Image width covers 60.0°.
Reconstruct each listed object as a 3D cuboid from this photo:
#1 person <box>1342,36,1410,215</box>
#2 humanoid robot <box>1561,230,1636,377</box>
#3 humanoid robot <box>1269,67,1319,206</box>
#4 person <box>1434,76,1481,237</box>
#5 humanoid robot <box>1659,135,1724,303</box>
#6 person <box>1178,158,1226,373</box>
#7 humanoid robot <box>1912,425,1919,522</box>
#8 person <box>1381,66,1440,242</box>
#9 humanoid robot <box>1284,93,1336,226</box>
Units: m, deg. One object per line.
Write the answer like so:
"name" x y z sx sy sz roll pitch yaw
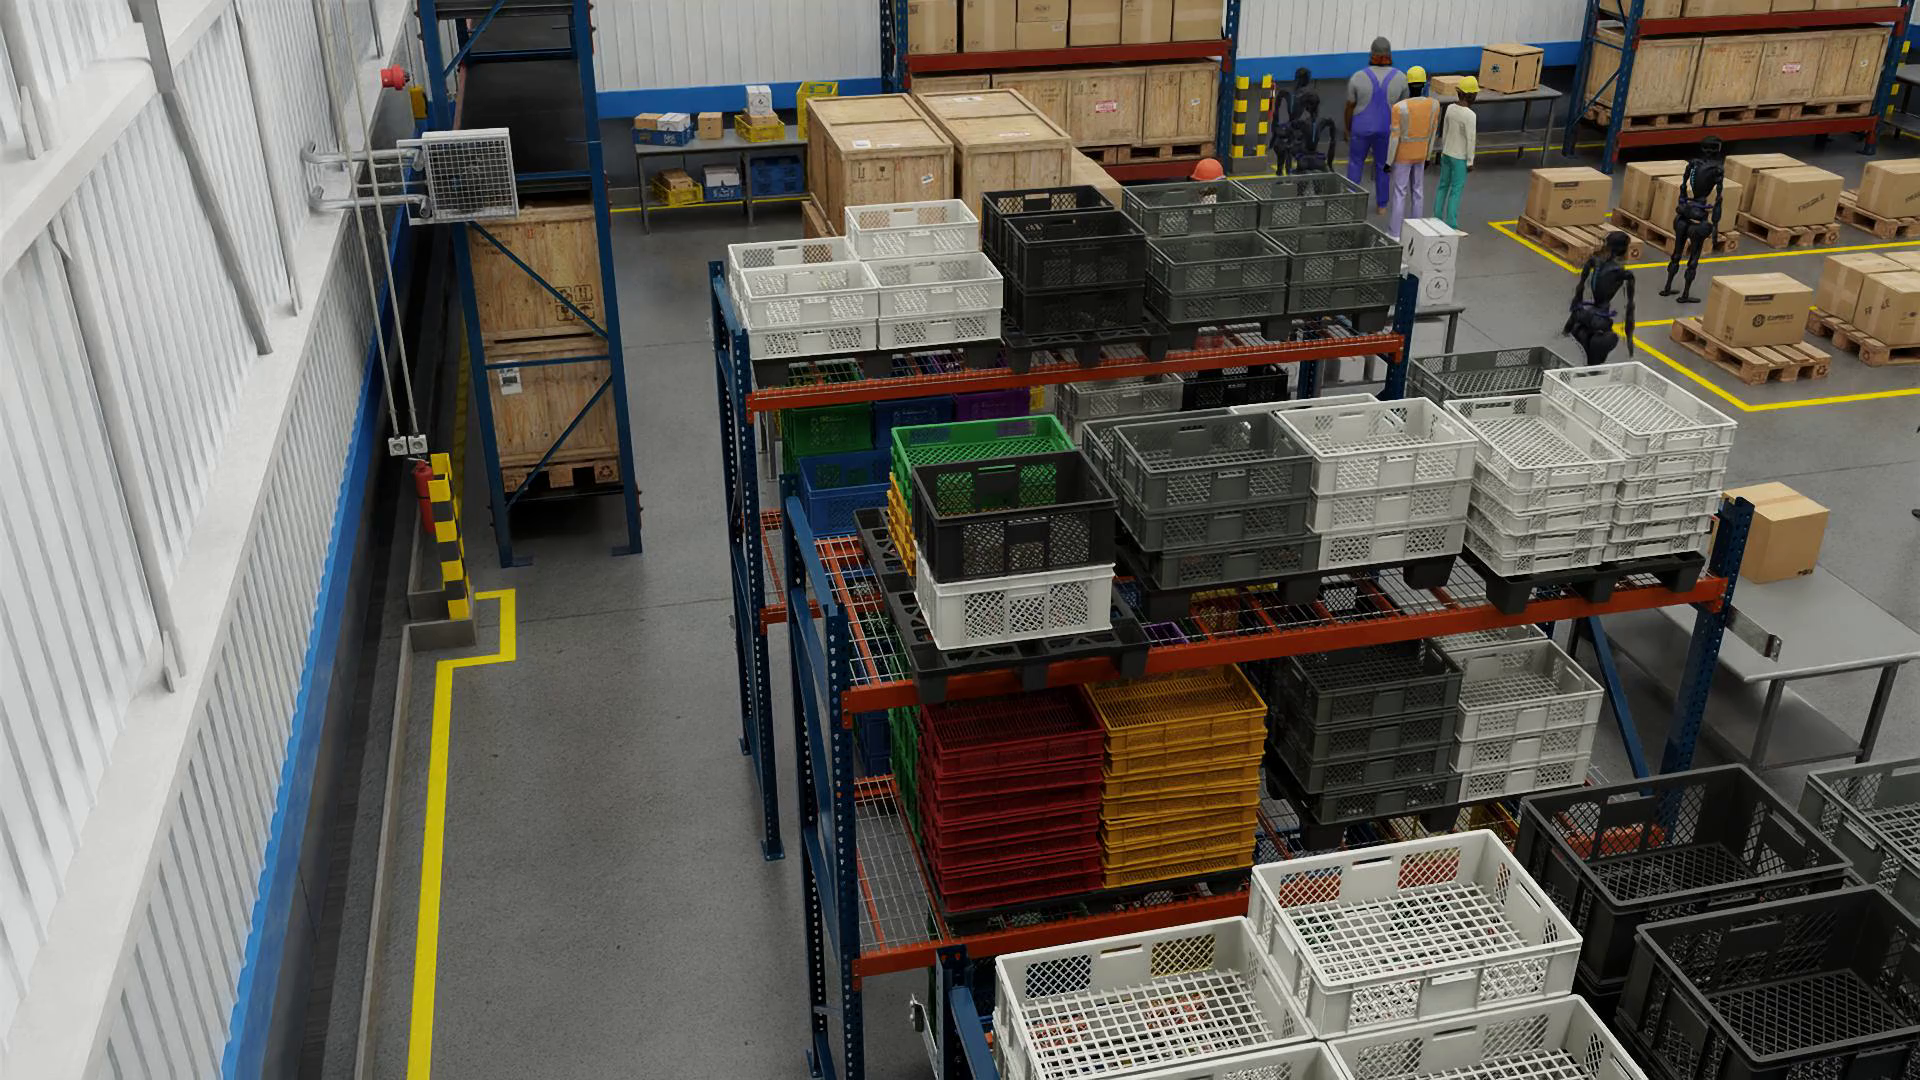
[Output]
"person" 4.783 -4.782 19.221 0.707 2.000 0.537 3 28 6
"humanoid robot" 5.373 -1.793 13.933 0.415 1.644 0.616 -12 30 -21
"humanoid robot" 3.885 -4.672 19.405 0.627 1.639 0.417 15 31 27
"person" 5.557 -4.277 18.555 0.308 1.768 0.524 -10 29 -18
"humanoid robot" 7.365 -3.218 16.626 0.327 1.657 0.584 -10 29 -18
"person" 2.161 -2.383 14.718 0.394 1.991 0.622 19 33 31
"humanoid robot" 7.411 -0.892 12.214 0.609 1.657 0.311 8 29 15
"person" 4.930 -4.226 18.292 0.586 1.921 0.379 -9 29 -16
"humanoid robot" 3.868 -4.103 18.348 0.582 1.639 0.651 3 28 5
